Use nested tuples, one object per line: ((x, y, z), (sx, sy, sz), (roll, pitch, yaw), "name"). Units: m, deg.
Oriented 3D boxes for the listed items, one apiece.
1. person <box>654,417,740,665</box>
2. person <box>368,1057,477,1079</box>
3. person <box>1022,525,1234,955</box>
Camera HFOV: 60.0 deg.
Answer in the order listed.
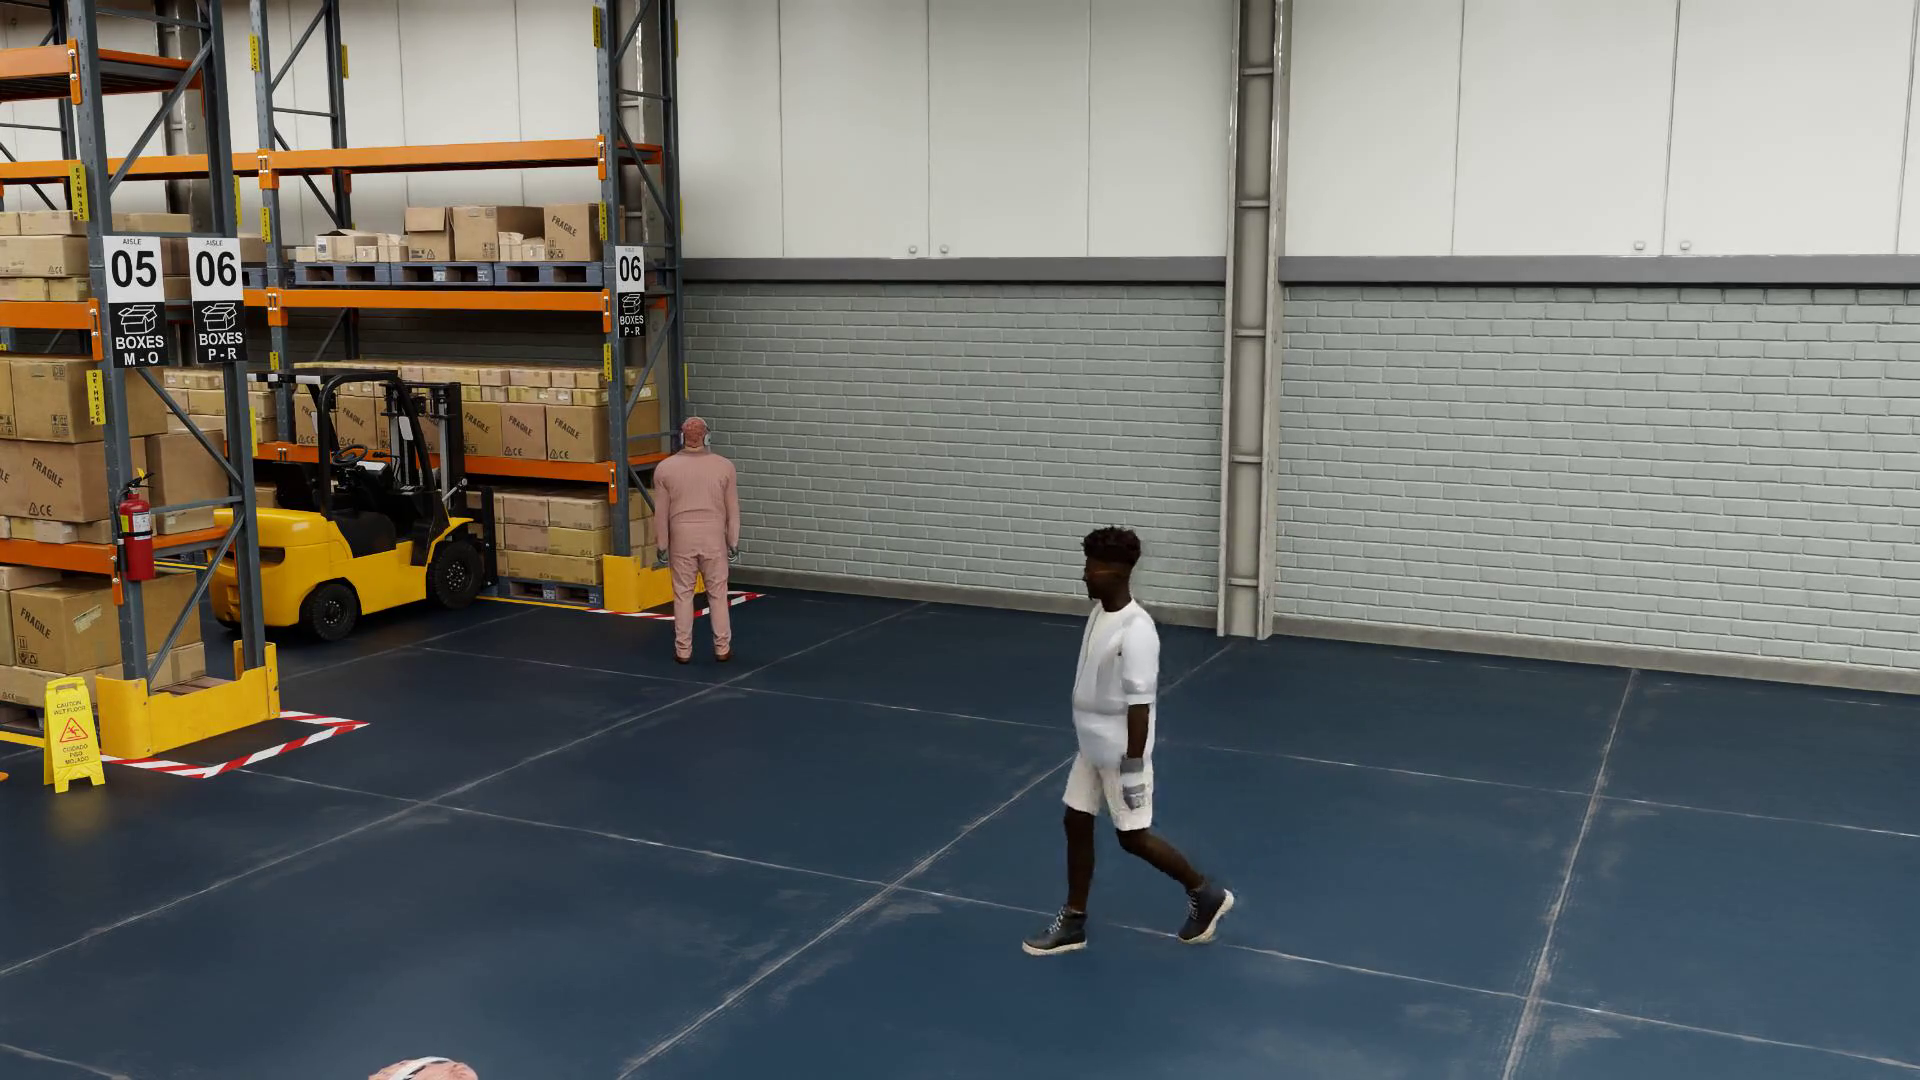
((-2.019, 0.005, 12.807), (0.650, 1.906, 0.401), (-2, 9, -10), "person")
((-0.757, 1.685, 2.503), (0.407, 1.910, 0.638), (4, 10, 23), "person")
((0.753, 0.887, 7.315), (0.876, 1.940, 0.609), (-2, 10, -13), "person")
